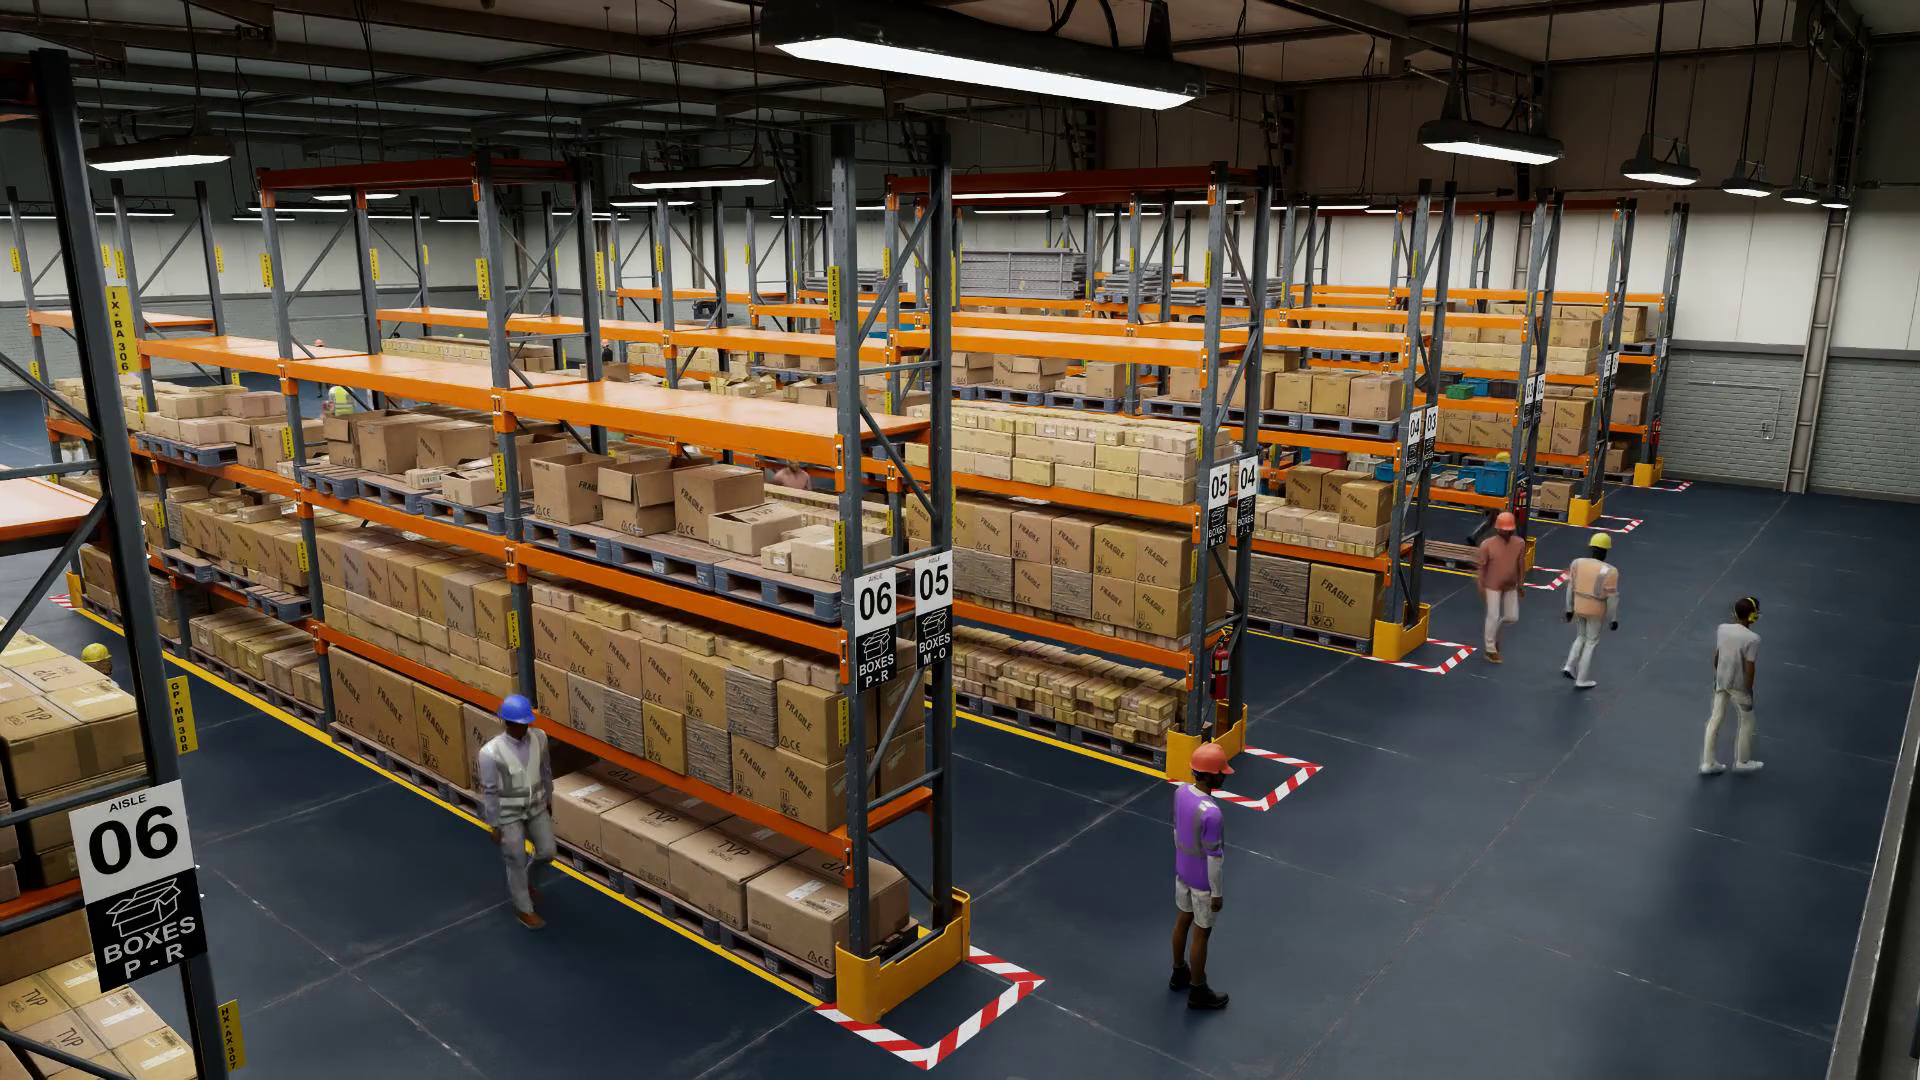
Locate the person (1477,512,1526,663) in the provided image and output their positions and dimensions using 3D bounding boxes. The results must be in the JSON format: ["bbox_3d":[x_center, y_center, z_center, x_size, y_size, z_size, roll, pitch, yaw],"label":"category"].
[{"bbox_3d":[6.905,0.591,16.088,0.617,1.973,0.483,-2,14,-7],"label":"person"}]

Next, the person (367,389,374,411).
[{"bbox_3d":[-16.816,-4.273,36.200,0.722,1.914,0.665,9,16,33],"label":"person"}]

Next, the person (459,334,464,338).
[{"bbox_3d":[-18.575,-6.843,47.163,0.540,1.720,0.832,-5,14,-18],"label":"person"}]

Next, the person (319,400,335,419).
[{"bbox_3d":[-13.671,-2.091,27.291,0.793,1.883,0.650,-3,14,-11],"label":"person"}]

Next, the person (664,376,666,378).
[{"bbox_3d":[-8.829,-4.429,37.351,0.685,1.666,0.546,10,17,35],"label":"person"}]

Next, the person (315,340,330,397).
[{"bbox_3d":[-21.448,-5.767,42.324,0.545,1.933,0.376,-4,14,-17],"label":"person"}]

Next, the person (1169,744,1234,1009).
[{"bbox_3d":[1.710,2.354,8.912,0.353,1.936,0.548,-5,14,-19],"label":"person"}]

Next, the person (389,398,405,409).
[{"bbox_3d":[-14.574,-3.287,32.241,1.036,1.892,0.647,7,15,25],"label":"person"}]

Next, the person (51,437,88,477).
[{"bbox_3d":[-18.938,-1.938,26.801,0.759,1.826,0.720,7,15,27],"label":"person"}]

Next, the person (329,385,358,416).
[{"bbox_3d":[-15.848,-3.315,32.454,0.638,1.825,0.452,-2,14,-8],"label":"person"}]

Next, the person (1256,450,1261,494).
[{"bbox_3d":[5.019,-0.670,21.542,0.713,1.848,0.523,8,16,29],"label":"person"}]

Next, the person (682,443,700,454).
[{"bbox_3d":[-5.059,-1.123,23.330,0.554,1.895,0.960,-3,14,-13],"label":"person"}]

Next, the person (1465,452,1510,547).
[{"bbox_3d":[9.137,-0.641,21.529,0.872,1.799,0.589,9,17,34],"label":"person"}]

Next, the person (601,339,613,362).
[{"bbox_3d":[-11.699,-5.667,41.780,0.375,1.997,0.612,2,14,7],"label":"person"}]

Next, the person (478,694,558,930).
[{"bbox_3d":[-3.449,2.121,9.892,0.439,1.933,0.610,11,18,39],"label":"person"}]

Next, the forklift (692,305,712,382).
[{"bbox_3d":[-9.511,-7.392,47.124,1.873,2.768,1.129,11,17,38],"label":"forklift"}]

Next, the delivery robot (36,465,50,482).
[{"bbox_3d":[-19.716,-1.371,27.006,0.707,0.478,0.477,4,14,15],"label":"delivery robot"}]

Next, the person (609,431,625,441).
[{"bbox_3d":[-7.235,-1.806,26.754,0.508,1.582,0.887,2,14,10],"label":"person"}]

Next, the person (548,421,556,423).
[{"bbox_3d":[-10.463,-3.328,32.220,0.613,1.965,0.361,-4,14,-17],"label":"person"}]

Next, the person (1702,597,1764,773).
[{"bbox_3d":[7.921,1.470,12.744,0.767,1.837,0.554,-4,14,-18],"label":"person"}]

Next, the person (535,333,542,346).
[{"bbox_3d":[-16.923,-7.651,50.748,0.835,1.603,0.520,0,14,0],"label":"person"}]

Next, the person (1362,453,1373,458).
[{"bbox_3d":[7.900,-1.514,24.866,0.590,1.917,0.396,-5,15,-21],"label":"person"}]

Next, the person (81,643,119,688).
[{"bbox_3d":[-7.876,1.796,11.633,0.483,1.737,0.320,3,14,12],"label":"person"}]

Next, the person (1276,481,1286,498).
[{"bbox_3d":[4.804,-0.024,18.975,0.634,1.808,0.931,-13,19,-42],"label":"person"}]

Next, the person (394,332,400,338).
[{"bbox_3d":[-21.567,-7.115,48.358,0.535,1.700,0.318,0,14,0],"label":"person"}]

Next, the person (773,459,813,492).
[{"bbox_3d":[-2.704,-0.497,20.805,0.675,1.849,1.005,-10,17,-35],"label":"person"}]

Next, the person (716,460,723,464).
[{"bbox_3d":[-5.953,-2.662,29.861,0.915,1.782,0.601,-3,14,-14],"label":"person"}]

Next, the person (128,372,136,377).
[{"bbox_3d":[-26.171,-5.044,39.452,0.833,1.874,0.683,4,14,17],"label":"person"}]

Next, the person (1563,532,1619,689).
[{"bbox_3d":[7.612,0.850,15.161,0.421,1.908,0.603,-6,15,-24],"label":"person"}]

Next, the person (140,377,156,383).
[{"bbox_3d":[-23.034,-3.984,35.665,0.802,1.593,0.526,8,16,29],"label":"person"}]

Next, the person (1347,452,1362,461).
[{"bbox_3d":[7.572,-1.385,24.223,0.565,1.968,0.641,1,14,5],"label":"person"}]
